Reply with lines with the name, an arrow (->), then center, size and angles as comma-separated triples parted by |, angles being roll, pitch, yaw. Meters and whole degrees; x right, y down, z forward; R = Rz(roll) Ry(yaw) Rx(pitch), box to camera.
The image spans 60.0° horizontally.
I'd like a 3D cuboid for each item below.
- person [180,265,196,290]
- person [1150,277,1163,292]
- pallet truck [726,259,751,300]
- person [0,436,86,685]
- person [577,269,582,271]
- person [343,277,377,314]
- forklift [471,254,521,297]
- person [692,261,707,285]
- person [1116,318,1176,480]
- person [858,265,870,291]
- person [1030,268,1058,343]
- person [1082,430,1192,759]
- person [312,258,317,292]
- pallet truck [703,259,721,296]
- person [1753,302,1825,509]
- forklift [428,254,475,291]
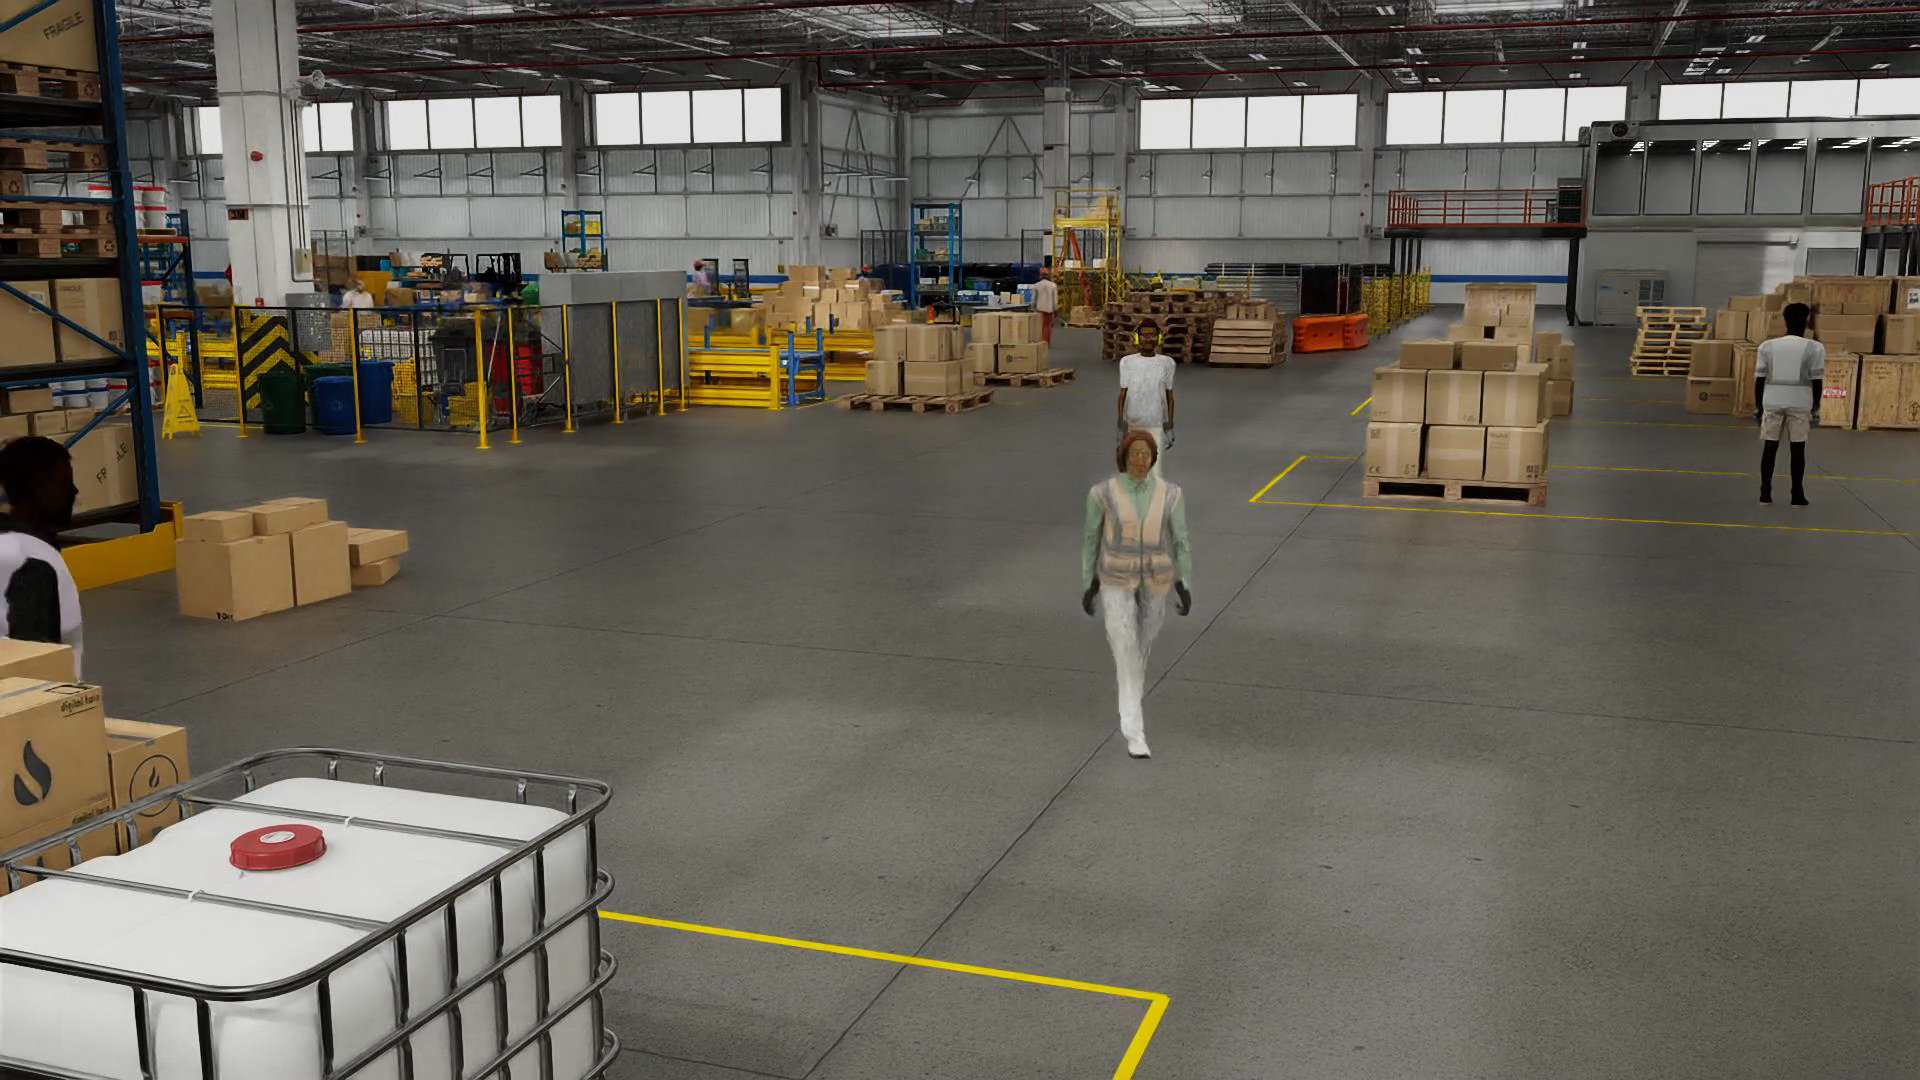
person -> -29.091, -9.519, 62.643 | 0.664, 1.829, 0.585 | 8, 13, 38
person -> 4.693, -5.405, 39.742 | 0.320, 1.734, 0.484 | 3, 11, 19
pallet truck -> -7.986, -9.493, 62.019 | 0.823, 1.965, 1.885 | 3, 11, 17
person -> -3.105, 0.570, 5.717 | 0.991, 1.866, 0.614 | -9, 13, -41
person -> -13.510, -8.898, 59.325 | 0.331, 1.765, 0.533 | 6, 12, 29
person -> -11.613, -4.174, 32.449 | 0.985, 1.859, 0.671 | 5, 11, 26
forklift -> -17.990, -10.121, 64.684 | 1.157, 1.987, 2.680 | 3, 11, 17
person -> -8.399, -7.922, 53.192 | 1.031, 1.984, 0.630 | 6, 12, 30
person -> 1.611, -0.980, 14.424 | 0.514, 1.876, 0.328 | 1, 10, 4
person -> -2.706, -6.855, 47.355 | 0.375, 1.931, 0.542 | 4, 11, 21
person -> 1.968, -5.481, 39.551 | 0.630, 1.947, 0.902 | -2, 10, -9
person -> 0.891, 0.244, 8.313 | 0.533, 1.588, 0.853 | -1, 10, -8
person -> -24.636, -9.712, 63.260 | 0.379, 1.996, 0.611 | -3, 10, -15
pallet truck -> -9.165, -9.627, 62.776 | 0.823, 1.965, 1.885 | 4, 11, 23
person -> 7.892, -1.280, 15.862 | 0.607, 1.963, 0.373 | 8, 13, 39
forklift -> -20.133, -10.254, 65.465 | 1.157, 1.987, 2.680 | 3, 11, 19
